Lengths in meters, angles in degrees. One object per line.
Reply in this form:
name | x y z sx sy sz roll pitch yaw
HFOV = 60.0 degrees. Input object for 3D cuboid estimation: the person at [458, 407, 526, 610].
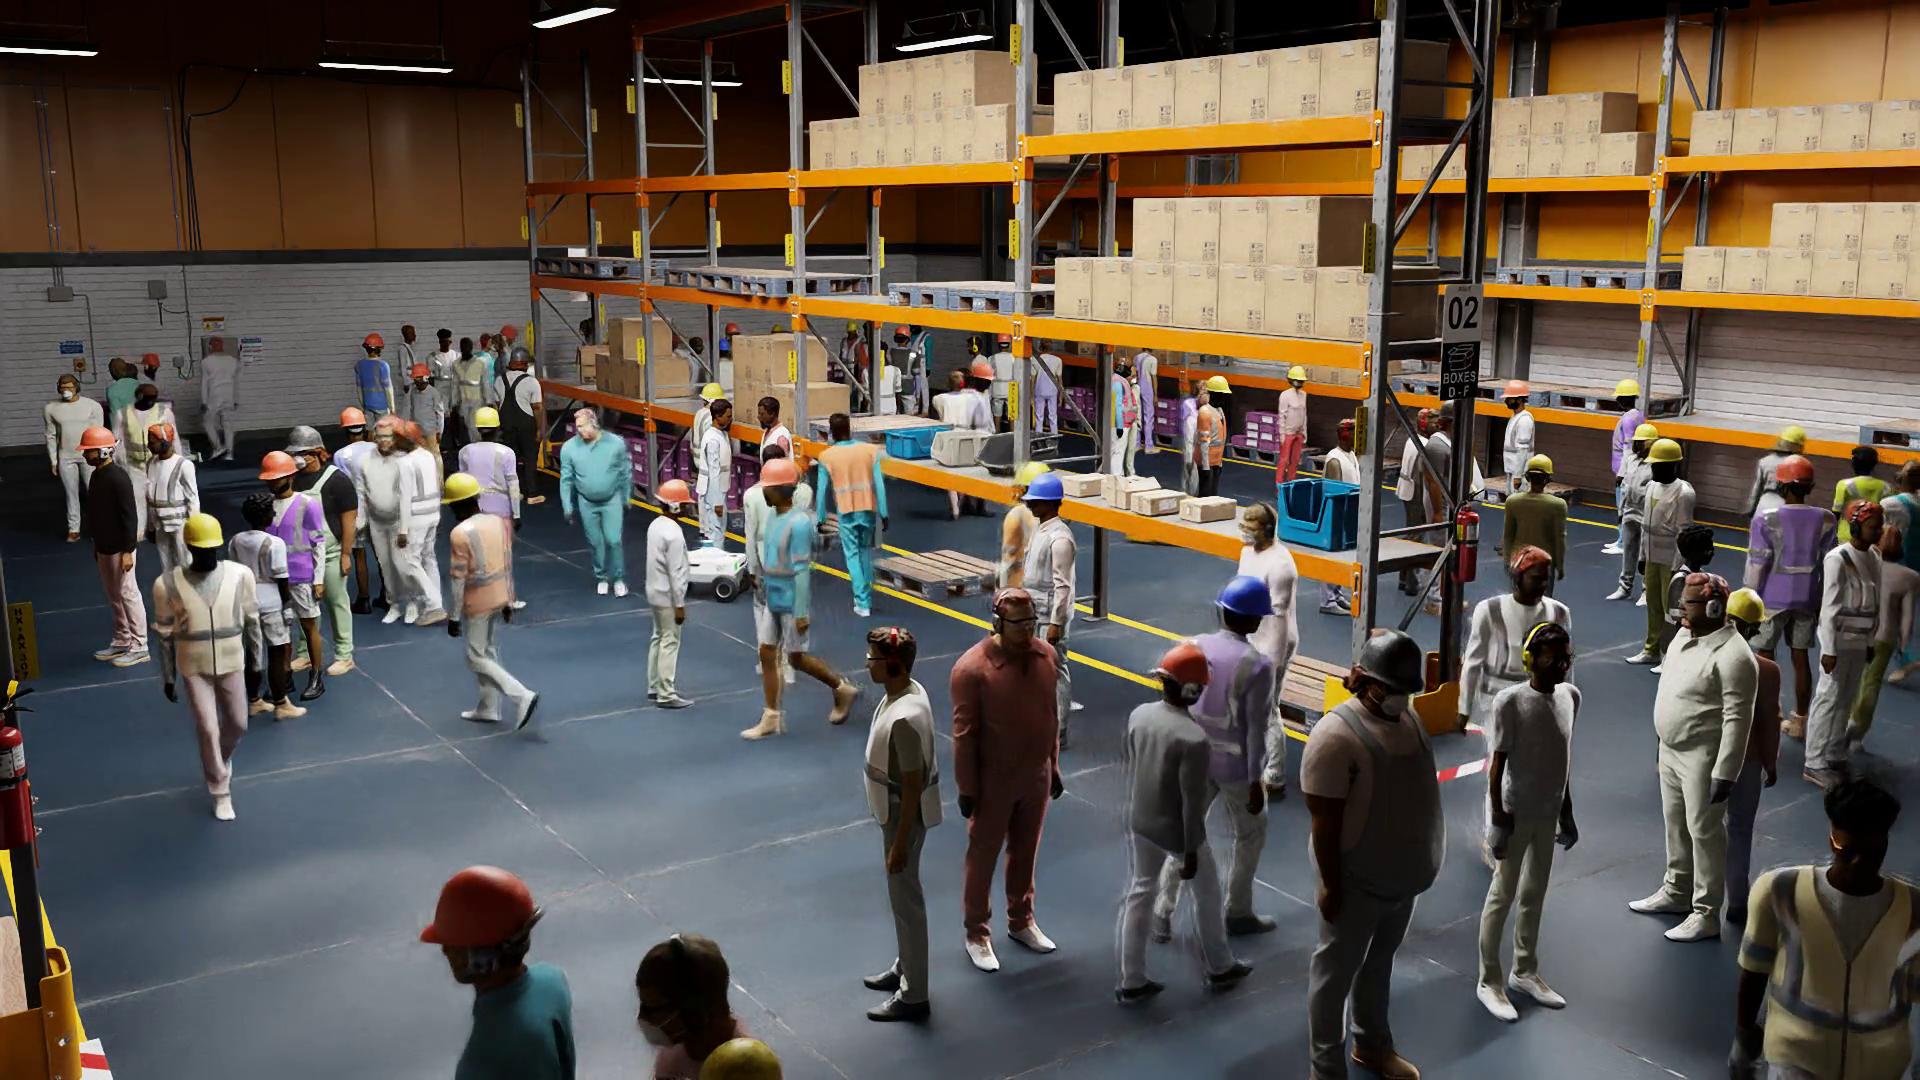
person | -4.383 -0.282 15.580 0.589 1.930 0.356 2 11 12

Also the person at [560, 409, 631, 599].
person | -3.530 -0.353 16.126 0.654 1.861 0.650 -1 11 -7

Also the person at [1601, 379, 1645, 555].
person | 7.274 -0.797 18.225 0.374 1.923 0.595 6 12 28

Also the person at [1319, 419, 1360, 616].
person | 3.529 -0.220 15.498 0.394 1.838 0.560 6 12 28

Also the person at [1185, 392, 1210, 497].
person | 2.855 -0.929 19.665 0.519 1.642 0.311 -8 14 -37

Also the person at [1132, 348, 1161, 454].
person | 2.892 -2.264 25.939 0.351 1.847 0.507 -9 14 -37

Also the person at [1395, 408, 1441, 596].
person | 4.474 -0.375 16.280 0.394 1.841 0.564 0 11 2

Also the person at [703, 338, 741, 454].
person | -3.404 -1.931 23.979 0.615 1.943 0.409 -4 12 -22

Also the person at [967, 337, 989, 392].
person | 0.264 -2.189 25.530 0.339 1.858 0.519 4 12 22

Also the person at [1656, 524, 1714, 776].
person | 4.799 0.733 10.986 0.318 1.697 0.535 7 13 31

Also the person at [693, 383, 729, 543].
person | -2.816 -0.871 18.879 0.404 1.825 0.599 -5 12 -22

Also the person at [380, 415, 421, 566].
person | -5.573 -0.404 16.708 0.476 1.728 0.586 4 12 21

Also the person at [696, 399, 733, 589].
person | -2.411 -0.452 16.521 0.410 1.908 0.598 -1 11 -4

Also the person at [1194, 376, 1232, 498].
person | 2.847 -0.895 18.762 0.393 1.919 0.582 6 12 27

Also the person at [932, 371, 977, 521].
person | -0.071 -1.178 20.487 0.554 1.798 0.879 -1 11 -4

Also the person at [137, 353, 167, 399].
person | -11.922 -1.895 24.419 0.857 1.705 0.574 5 12 23

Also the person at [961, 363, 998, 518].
person | 0.291 -1.223 20.464 0.671 1.908 0.543 3 12 16

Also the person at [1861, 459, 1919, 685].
person | 7.369 0.266 13.104 0.586 1.806 0.617 -3 12 -16

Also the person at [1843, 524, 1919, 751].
person | 6.222 0.697 11.377 0.546 1.609 0.538 5 12 23

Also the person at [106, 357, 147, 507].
person | -10.478 -1.327 20.921 0.371 1.933 0.627 2 11 10

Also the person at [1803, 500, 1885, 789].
person | 5.783 0.669 10.831 0.577 1.882 0.349 -8 14 -36

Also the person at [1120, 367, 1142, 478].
person | 2.351 -1.615 23.192 0.296 1.622 0.504 10 15 42

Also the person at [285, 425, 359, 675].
person | -5.218 0.085 13.415 0.684 2.000 0.536 4 12 18

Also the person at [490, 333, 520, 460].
person | -6.887 -2.164 25.232 0.377 1.932 0.623 -4 12 -21

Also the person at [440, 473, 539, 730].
person | -3.376 0.450 11.915 0.686 1.897 0.609 3 11 13

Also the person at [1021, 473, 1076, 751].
person | 0.606 0.498 11.541 0.384 1.948 0.605 -3 11 -15

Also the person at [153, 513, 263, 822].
person | -4.673 0.748 10.368 0.596 1.903 0.727 -7 13 -33

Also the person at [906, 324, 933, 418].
person | -0.785 -3.161 30.582 0.637 1.830 0.429 9 14 39

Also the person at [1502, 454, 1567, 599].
person | 4.725 0.173 13.701 0.524 1.761 0.339 9 14 39

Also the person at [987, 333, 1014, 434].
person | 0.675 -2.244 25.638 0.548 1.930 0.381 0 11 1

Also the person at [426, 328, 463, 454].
person | -8.024 -2.330 26.005 0.371 1.958 0.598 10 15 41

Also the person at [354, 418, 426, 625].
person | -5.160 -0.156 15.043 0.639 1.893 0.498 2 11 8

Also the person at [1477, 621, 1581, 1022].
person | 2.668 1.283 7.721 0.521 1.873 0.335 -5 12 -24

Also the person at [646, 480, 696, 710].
person | -2.166 0.407 12.552 0.373 1.740 0.565 -6 12 -26

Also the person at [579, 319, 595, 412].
person | -6.353 -2.832 28.634 0.375 1.933 0.625 -3 11 -14

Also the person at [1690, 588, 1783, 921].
person | 4.066 1.125 8.796 0.316 1.769 0.523 -10 15 -40

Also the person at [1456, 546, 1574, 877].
person | 3.147 0.963 9.352 0.630 1.865 0.693 -2 11 -9

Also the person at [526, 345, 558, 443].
person | -6.494 -2.134 25.571 0.600 1.728 0.589 3 12 16

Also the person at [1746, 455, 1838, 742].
person | 5.805 0.418 11.742 0.630 2.035 0.418 0 11 -2

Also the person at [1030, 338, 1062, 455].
person | 1.325 -2.217 25.700 0.515 1.843 0.327 0 11 -2

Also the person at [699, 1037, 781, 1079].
person | -0.556 2.057 4.128 0.491 1.729 0.324 3 12 16

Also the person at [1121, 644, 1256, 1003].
person | 1.080 1.321 7.899 0.809 1.712 0.574 -8 13 -35

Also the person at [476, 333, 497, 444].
person | -7.554 -2.370 26.489 0.373 1.840 0.571 -1 11 -7
